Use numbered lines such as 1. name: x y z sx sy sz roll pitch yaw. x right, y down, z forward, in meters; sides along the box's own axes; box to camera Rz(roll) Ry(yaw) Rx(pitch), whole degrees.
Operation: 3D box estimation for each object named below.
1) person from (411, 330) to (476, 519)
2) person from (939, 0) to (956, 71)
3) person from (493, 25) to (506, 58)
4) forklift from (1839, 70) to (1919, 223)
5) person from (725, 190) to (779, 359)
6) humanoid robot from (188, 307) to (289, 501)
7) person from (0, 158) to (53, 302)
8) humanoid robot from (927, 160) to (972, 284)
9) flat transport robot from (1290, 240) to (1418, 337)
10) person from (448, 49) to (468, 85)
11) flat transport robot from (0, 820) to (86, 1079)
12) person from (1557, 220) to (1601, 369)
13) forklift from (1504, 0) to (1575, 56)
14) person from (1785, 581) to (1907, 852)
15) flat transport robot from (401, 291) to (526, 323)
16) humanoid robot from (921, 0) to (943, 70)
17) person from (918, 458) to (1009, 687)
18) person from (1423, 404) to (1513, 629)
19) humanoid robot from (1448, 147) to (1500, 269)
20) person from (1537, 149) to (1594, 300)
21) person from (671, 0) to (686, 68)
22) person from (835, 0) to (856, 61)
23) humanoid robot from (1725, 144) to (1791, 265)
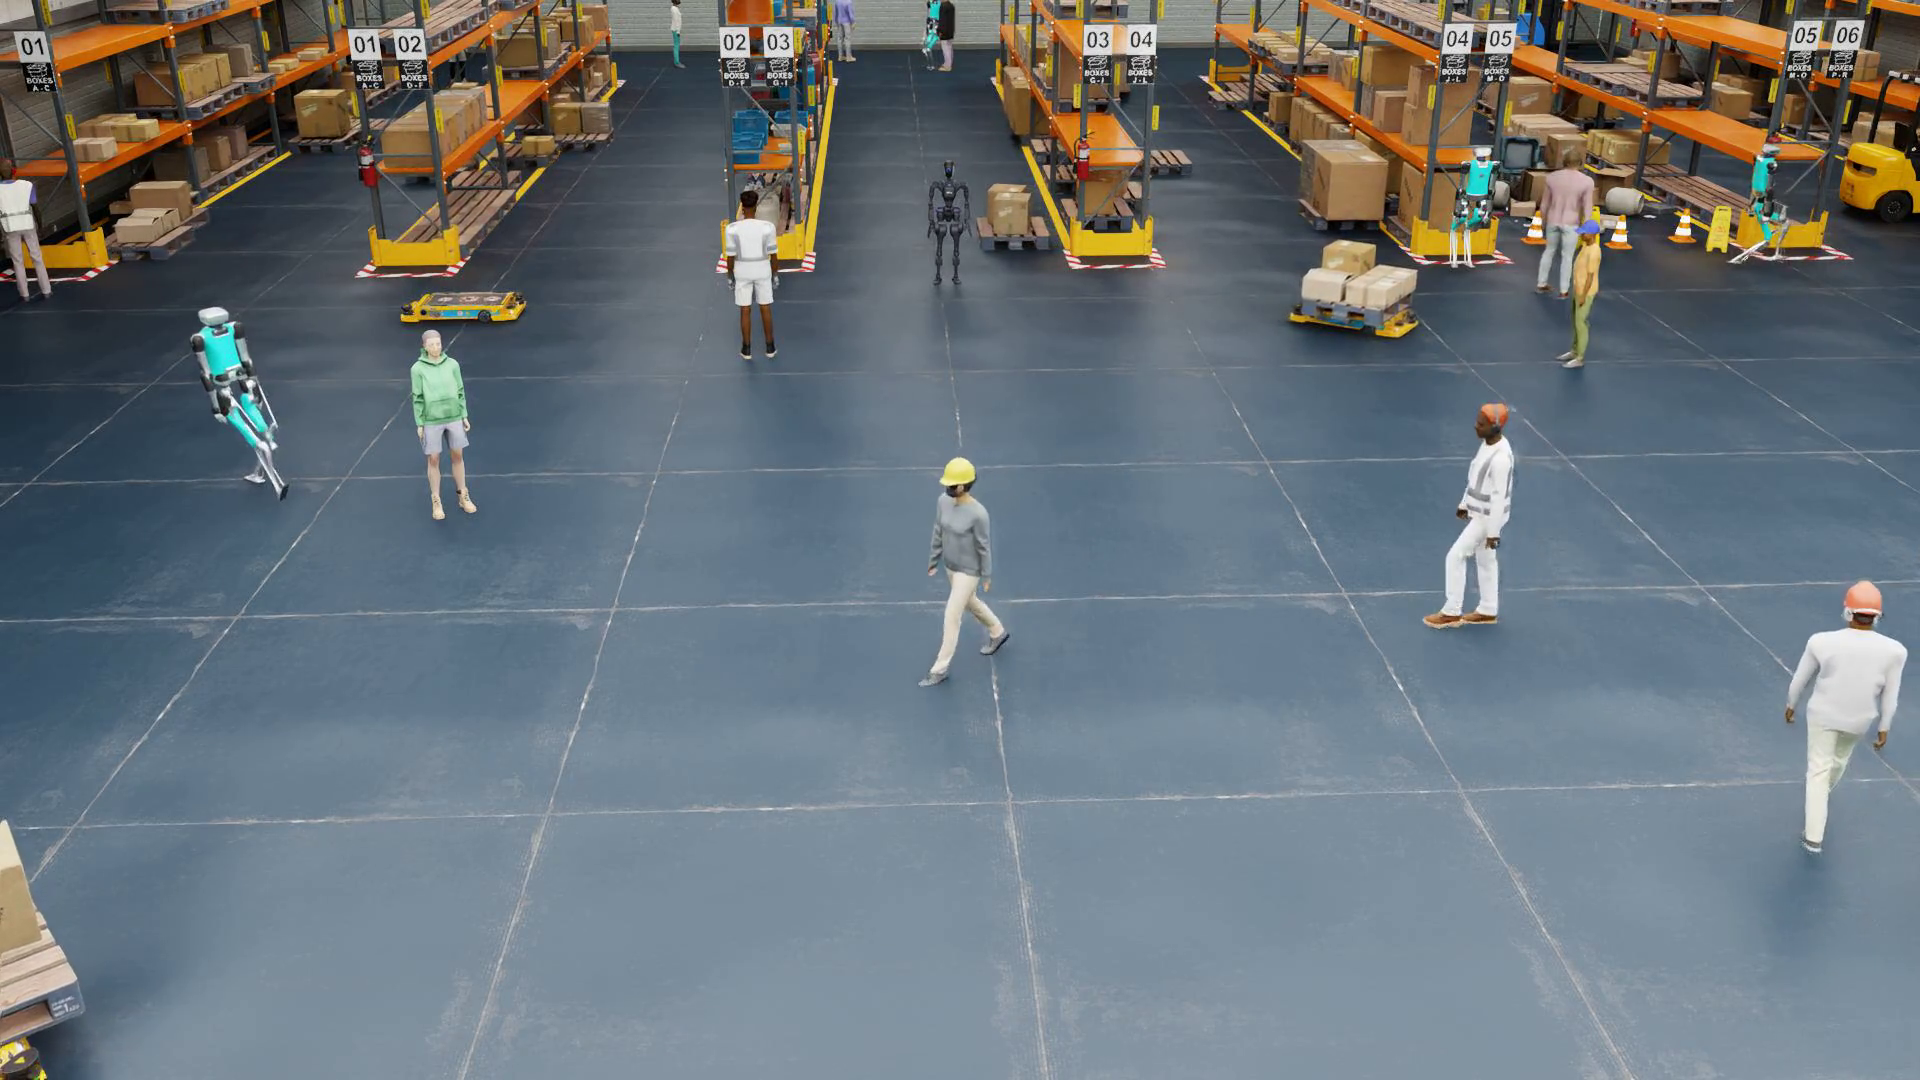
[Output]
1. person: -4.683 -1.056 15.034 0.472 1.743 0.343 -14 28 -29
2. person: -0.319 -12.282 40.168 0.453 1.834 0.572 16 29 32
3. person: -10.406 -11.041 37.370 0.552 1.828 0.723 1 24 3
4. forklift: 15.132 -6.143 25.915 2.313 2.155 1.214 -1 24 -2
5. person: -2.405 -3.079 19.306 0.612 1.963 0.362 -4 24 -10
6. humanoid robot: -6.577 -1.231 15.468 0.932 1.804 0.560 16 28 31
7. person: -12.184 -4.011 21.546 0.563 1.846 0.391 -16 28 -31
8. humanoid robot: -0.141 -4.259 22.294 0.599 1.657 0.315 -1 24 -2
9. flat transport robot: 4.910 -2.785 20.730 1.431 0.231 0.659 15 28 30
10. person: -11.433 -11.131 37.725 0.539 1.695 0.317 -17 29 -33
11. flat transport robot: -5.319 2.574 8.689 0.659 0.231 1.431 -19 30 -37
12. person: 7.096 -2.821 19.037 0.366 1.711 0.447 3 24 7
13. forklift: 14.700 -13.805 42.301 1.873 2.768 1.129 -1 24 -2
14. person: 5.464 1.050 10.345 0.580 1.698 0.897 6 25 13
15. flat transport robot: -6.295 -2.951 21.104 1.431 0.231 0.659 -1 24 -2
16. humanoid robot: -0.712 -12.235 40.179 0.539 1.815 0.735 17 29 33
17. person: 0.042 0.181 12.282 0.894 1.733 0.526 -17 29 -33
18. person: 3.963 -0.186 12.939 0.721 1.863 0.578 6 25 12
19. humanoid robot: 6.974 -4.584 22.803 0.533 1.677 0.735 -1 24 -2
20. person: 7.886 -4.112 21.675 0.712 1.926 0.396 17 29 34
21. person: -6.888 -12.424 40.542 0.304 1.772 0.526 -4 24 -10
22. person: -2.892 -12.897 41.570 0.600 1.797 0.377 17 29 34
23. humanoid robot: 11.323 -4.599 23.075 1.035 1.775 0.549 -1 24 -2
